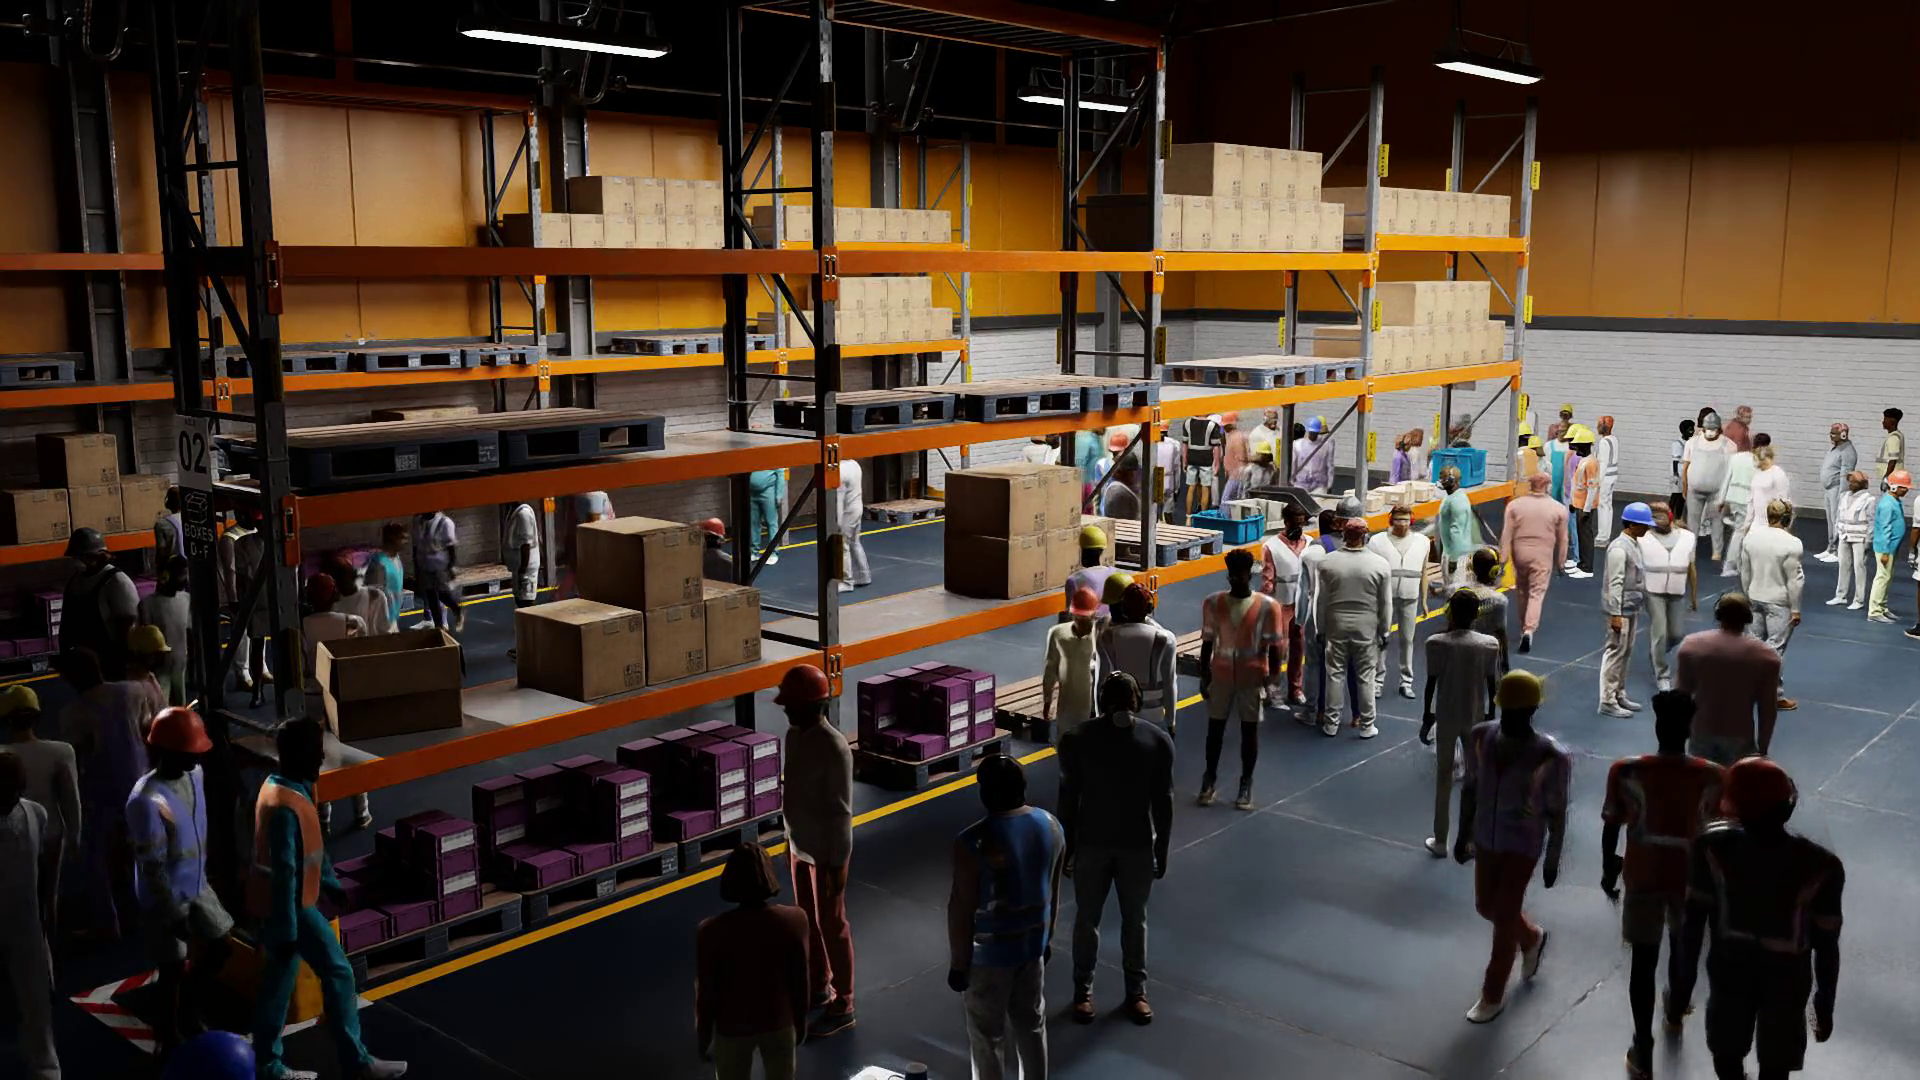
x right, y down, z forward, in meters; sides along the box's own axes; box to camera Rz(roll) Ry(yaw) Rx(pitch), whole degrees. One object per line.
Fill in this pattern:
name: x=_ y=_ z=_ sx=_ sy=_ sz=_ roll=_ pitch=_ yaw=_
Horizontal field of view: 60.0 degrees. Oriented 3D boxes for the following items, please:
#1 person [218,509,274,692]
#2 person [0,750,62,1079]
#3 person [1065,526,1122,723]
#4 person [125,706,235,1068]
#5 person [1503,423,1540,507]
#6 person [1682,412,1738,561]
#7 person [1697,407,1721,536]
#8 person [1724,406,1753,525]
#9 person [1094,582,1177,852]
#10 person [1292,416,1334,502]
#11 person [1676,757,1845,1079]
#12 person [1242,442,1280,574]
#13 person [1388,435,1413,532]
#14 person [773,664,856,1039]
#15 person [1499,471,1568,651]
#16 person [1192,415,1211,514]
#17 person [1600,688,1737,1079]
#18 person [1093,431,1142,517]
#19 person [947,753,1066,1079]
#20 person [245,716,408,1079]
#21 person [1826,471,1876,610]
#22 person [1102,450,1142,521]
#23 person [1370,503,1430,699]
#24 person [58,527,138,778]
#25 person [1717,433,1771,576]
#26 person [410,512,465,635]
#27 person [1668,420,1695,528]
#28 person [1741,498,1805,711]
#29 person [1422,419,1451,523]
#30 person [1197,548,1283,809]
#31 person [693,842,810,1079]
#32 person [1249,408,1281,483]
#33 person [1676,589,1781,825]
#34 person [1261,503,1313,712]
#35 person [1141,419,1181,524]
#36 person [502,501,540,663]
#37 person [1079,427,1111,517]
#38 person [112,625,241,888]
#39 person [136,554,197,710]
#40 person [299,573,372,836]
person: x=-6.740 y=0.510 z=15.836 sx=0.429 sy=1.841 sz=0.634 roll=2 pitch=10 yaw=10
person: x=-4.655 y=1.858 z=7.970 sx=0.980 sy=1.794 sz=0.553 roll=6 pitch=11 yaw=33
person: x=1.075 y=0.842 z=13.593 sx=0.594 sy=1.926 sz=0.366 roll=-7 pitch=12 yaw=-34
person: x=-3.864 y=1.743 z=8.270 sx=0.471 sy=1.908 sz=0.572 roll=2 pitch=10 yaw=9
person: x=7.532 y=-0.615 z=22.347 sx=0.591 sy=1.913 sz=0.394 roll=-6 pitch=11 yaw=-33
person: x=10.202 y=-0.740 z=22.702 sx=0.681 sy=2.000 sz=0.535 roll=6 pitch=11 yaw=33
person: x=11.065 y=-1.014 z=24.696 sx=0.597 sy=1.920 sz=0.379 roll=-9 pitch=13 yaw=-44
person: x=11.976 y=-1.155 z=25.706 sx=0.464 sy=1.866 sz=0.673 roll=4 pitch=10 yaw=22
person: x=1.213 y=1.219 z=11.500 sx=0.575 sy=1.880 sz=0.358 roll=3 pitch=10 yaw=17
person: x=4.934 y=-0.790 z=23.332 sx=0.637 sy=1.922 sz=0.568 roll=3 pitch=10 yaw=18
person: x=3.455 y=1.880 z=7.210 sx=0.629 sy=2.011 sz=0.880 roll=6 pitch=11 yaw=31
person: x=3.962 y=-0.421 z=21.731 sx=0.504 sy=1.723 sz=0.686 roll=-2 pitch=10 yaw=-14
person: x=6.233 y=-0.681 z=23.571 sx=0.321 sy=1.631 sz=0.522 roll=5 pitch=11 yaw=26
person: x=-0.780 y=1.620 z=8.787 sx=0.409 sy=1.986 sz=0.620 roll=-6 pitch=11 yaw=-32
person: x=6.052 y=0.212 z=17.594 sx=0.668 sy=1.864 sz=0.964 roll=6 pitch=11 yaw=30
person: x=3.813 y=-1.298 z=26.381 sx=0.386 sy=1.929 sz=0.543 roll=-4 pitch=10 yaw=-21
person: x=3.623 y=1.709 z=8.521 sx=0.652 sy=1.895 sz=1.003 roll=3 pitch=10 yaw=18
person: x=1.905 y=-0.317 z=20.197 sx=0.605 sy=2.034 sz=0.391 roll=2 pitch=10 yaw=13
person: x=0.193 y=1.882 z=7.687 sx=0.619 sy=1.836 sz=0.430 roll=-8 pitch=12 yaw=-40
person: x=-3.132 y=1.781 z=8.159 sx=0.849 sy=1.878 sz=0.583 roll=-5 pitch=11 yaw=-26
person: x=10.475 y=-0.002 z=19.500 sx=0.310 sy=1.636 sz=0.523 roll=-3 pitch=10 yaw=-17
person: x=1.815 y=0.022 z=18.155 sx=0.536 sy=2.000 sz=0.688 roll=0 pitch=10 yaw=-1
person: x=4.076 y=0.563 z=15.509 sx=0.574 sy=1.841 sz=0.375 roll=0 pitch=10 yaw=3
person: x=-6.738 y=0.887 z=12.988 sx=0.683 sy=2.000 sz=0.536 roll=5 pitch=11 yaw=25
person: x=10.219 y=-0.459 z=21.542 sx=0.765 sy=1.878 sz=0.657 roll=-4 pitch=10 yaw=-22
person: x=-5.589 y=0.275 z=17.778 sx=0.544 sy=1.669 sz=0.447 roll=3 pitch=10 yaw=18
person: x=10.954 y=-0.988 z=25.228 sx=0.530 sy=1.690 sz=0.319 roll=-7 pitch=12 yaw=-37
person: x=7.386 y=0.579 z=15.132 sx=0.372 sy=1.940 sz=0.631 roll=-4 pitch=10 yaw=-23
person: x=7.451 y=-1.078 z=25.791 sx=0.552 sy=1.658 sz=0.637 roll=8 pitch=12 yaw=40
person: x=2.076 y=1.028 z=12.403 sx=0.626 sy=1.960 sz=0.439 roll=4 pitch=10 yaw=21
person: x=-0.879 y=2.084 z=7.086 sx=0.502 sy=1.627 sz=0.277 roll=-4 pitch=10 yaw=-20
person: x=4.629 y=-1.036 z=24.923 sx=0.653 sy=1.894 sz=0.401 roll=-5 pitch=11 yaw=-29
person: x=5.050 y=1.279 z=11.023 sx=0.634 sy=1.926 sz=0.493 roll=6 pitch=11 yaw=31
person: x=2.971 y=0.600 z=15.112 sx=0.600 sy=1.908 sz=0.396 roll=-6 pitch=11 yaw=-31
person: x=2.855 y=-0.828 z=23.598 sx=0.587 sy=1.919 sz=0.394 roll=5 pitch=11 yaw=26
person: x=-4.481 y=0.265 z=16.966 sx=0.376 sy=1.959 sz=0.609 roll=-4 pitch=10 yaw=-25
person: x=1.915 y=-0.817 z=23.381 sx=0.706 sy=1.955 sz=0.655 roll=3 pitch=10 yaw=20
person: x=-5.183 y=1.410 z=10.808 sx=0.771 sy=1.731 sz=0.532 roll=-2 pitch=10 yaw=-10
person: x=-6.065 y=1.026 z=12.738 sx=0.379 sy=1.849 sz=0.538 roll=4 pitch=10 yaw=21
person: x=-4.474 y=1.159 z=11.826 sx=0.573 sy=1.887 sz=0.354 roll=-4 pitch=10 yaw=-24
